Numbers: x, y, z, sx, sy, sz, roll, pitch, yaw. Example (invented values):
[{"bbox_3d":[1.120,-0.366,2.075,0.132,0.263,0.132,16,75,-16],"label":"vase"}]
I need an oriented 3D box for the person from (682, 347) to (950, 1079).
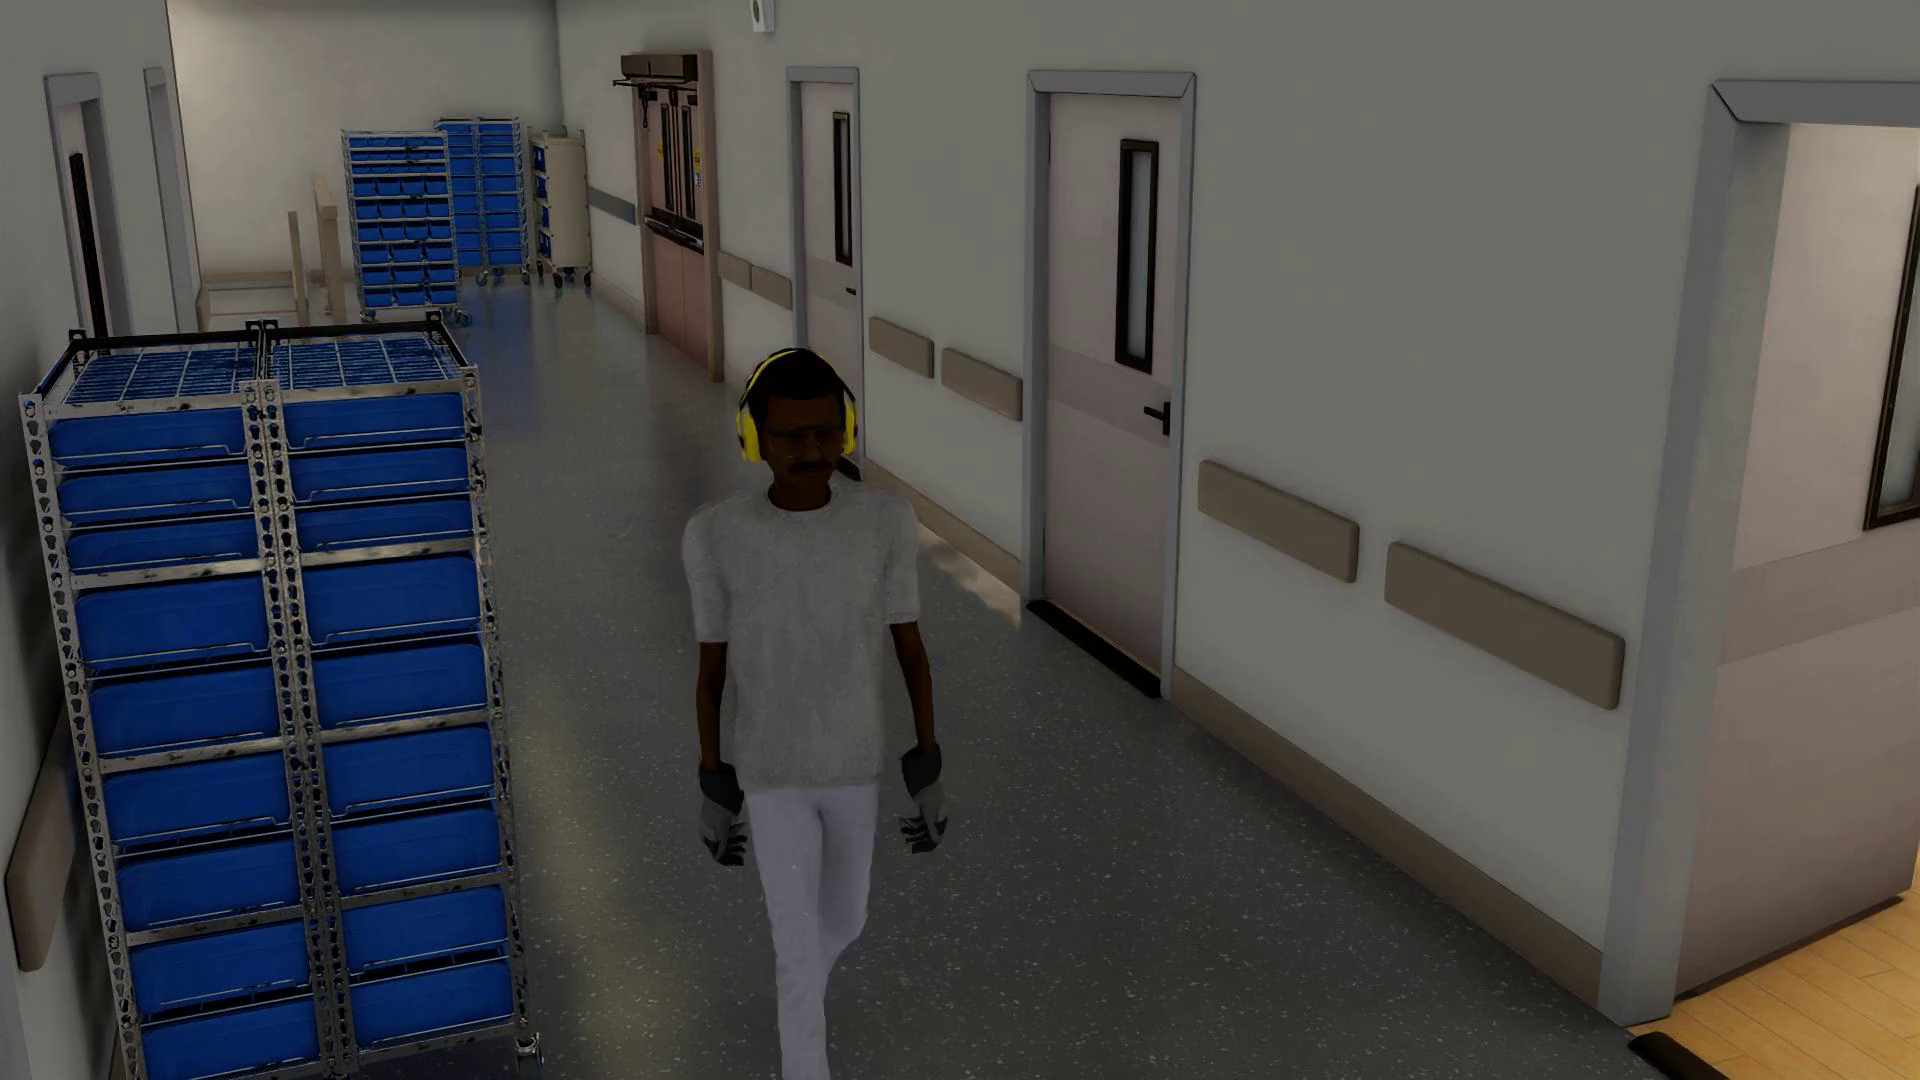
[{"bbox_3d":[-0.314,0.476,3.595,0.527,1.836,0.892,-5,17,-17],"label":"person"}]
